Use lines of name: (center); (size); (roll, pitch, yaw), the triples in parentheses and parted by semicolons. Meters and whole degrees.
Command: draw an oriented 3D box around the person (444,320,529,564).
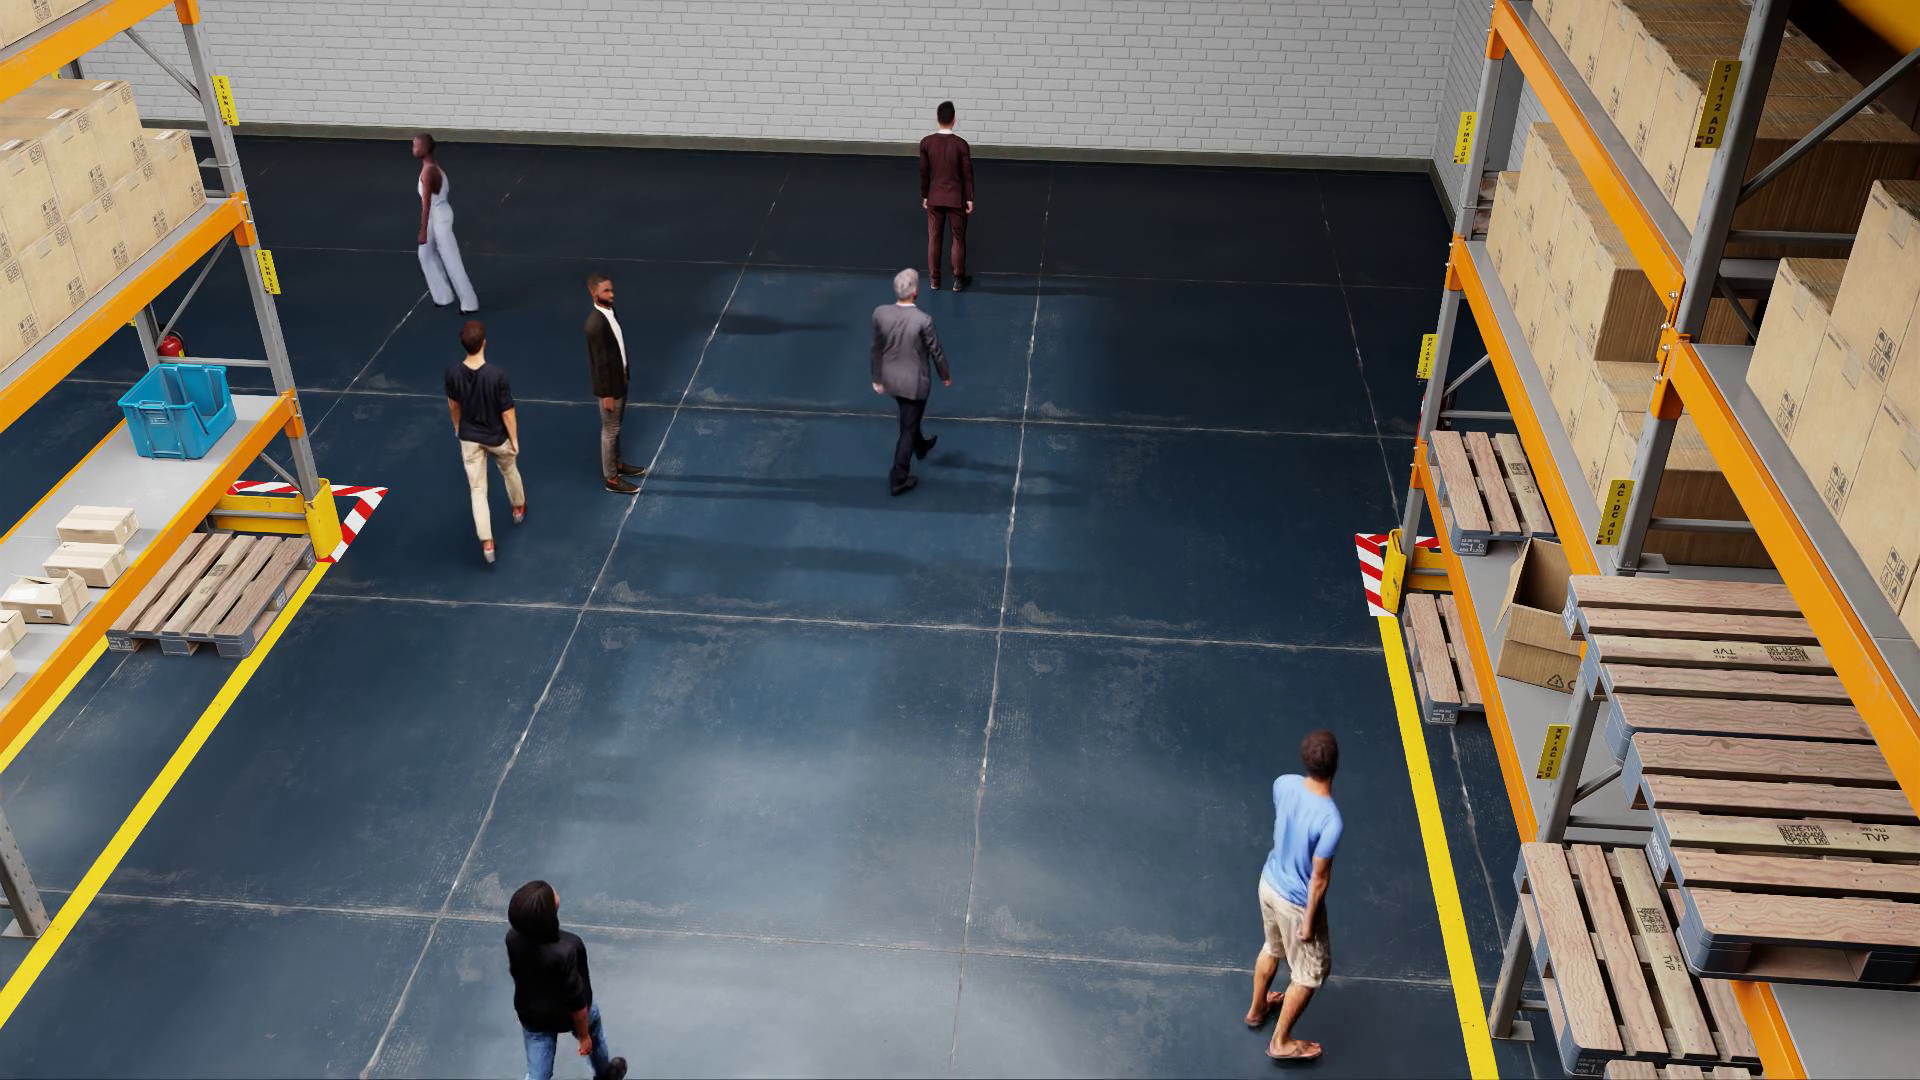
person: (-3.481, -0.691, 12.102); (0.823, 1.818, 1.162); (-5, 34, -7)

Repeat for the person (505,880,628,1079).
person: (-1.930, 2.293, 7.755); (0.727, 1.661, 1.162); (9, 35, 14)

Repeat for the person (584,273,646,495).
person: (-2.724, -1.227, 12.925); (0.717, 1.800, 0.503); (1, 34, 2)

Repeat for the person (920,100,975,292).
person: (-0.122, -3.292, 15.973); (0.705, 1.865, 0.636); (7, 34, 10)

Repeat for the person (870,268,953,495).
person: (-0.443, -1.187, 12.856); (1.010, 1.810, 1.185); (20, 38, 27)

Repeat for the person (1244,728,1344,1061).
person: (1.654, 1.807, 8.337); (0.979, 1.826, 0.855); (-7, 34, -10)

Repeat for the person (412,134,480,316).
person: (-4.735, -2.915, 15.496); (0.766, 1.765, 0.736); (-8, 34, -11)
